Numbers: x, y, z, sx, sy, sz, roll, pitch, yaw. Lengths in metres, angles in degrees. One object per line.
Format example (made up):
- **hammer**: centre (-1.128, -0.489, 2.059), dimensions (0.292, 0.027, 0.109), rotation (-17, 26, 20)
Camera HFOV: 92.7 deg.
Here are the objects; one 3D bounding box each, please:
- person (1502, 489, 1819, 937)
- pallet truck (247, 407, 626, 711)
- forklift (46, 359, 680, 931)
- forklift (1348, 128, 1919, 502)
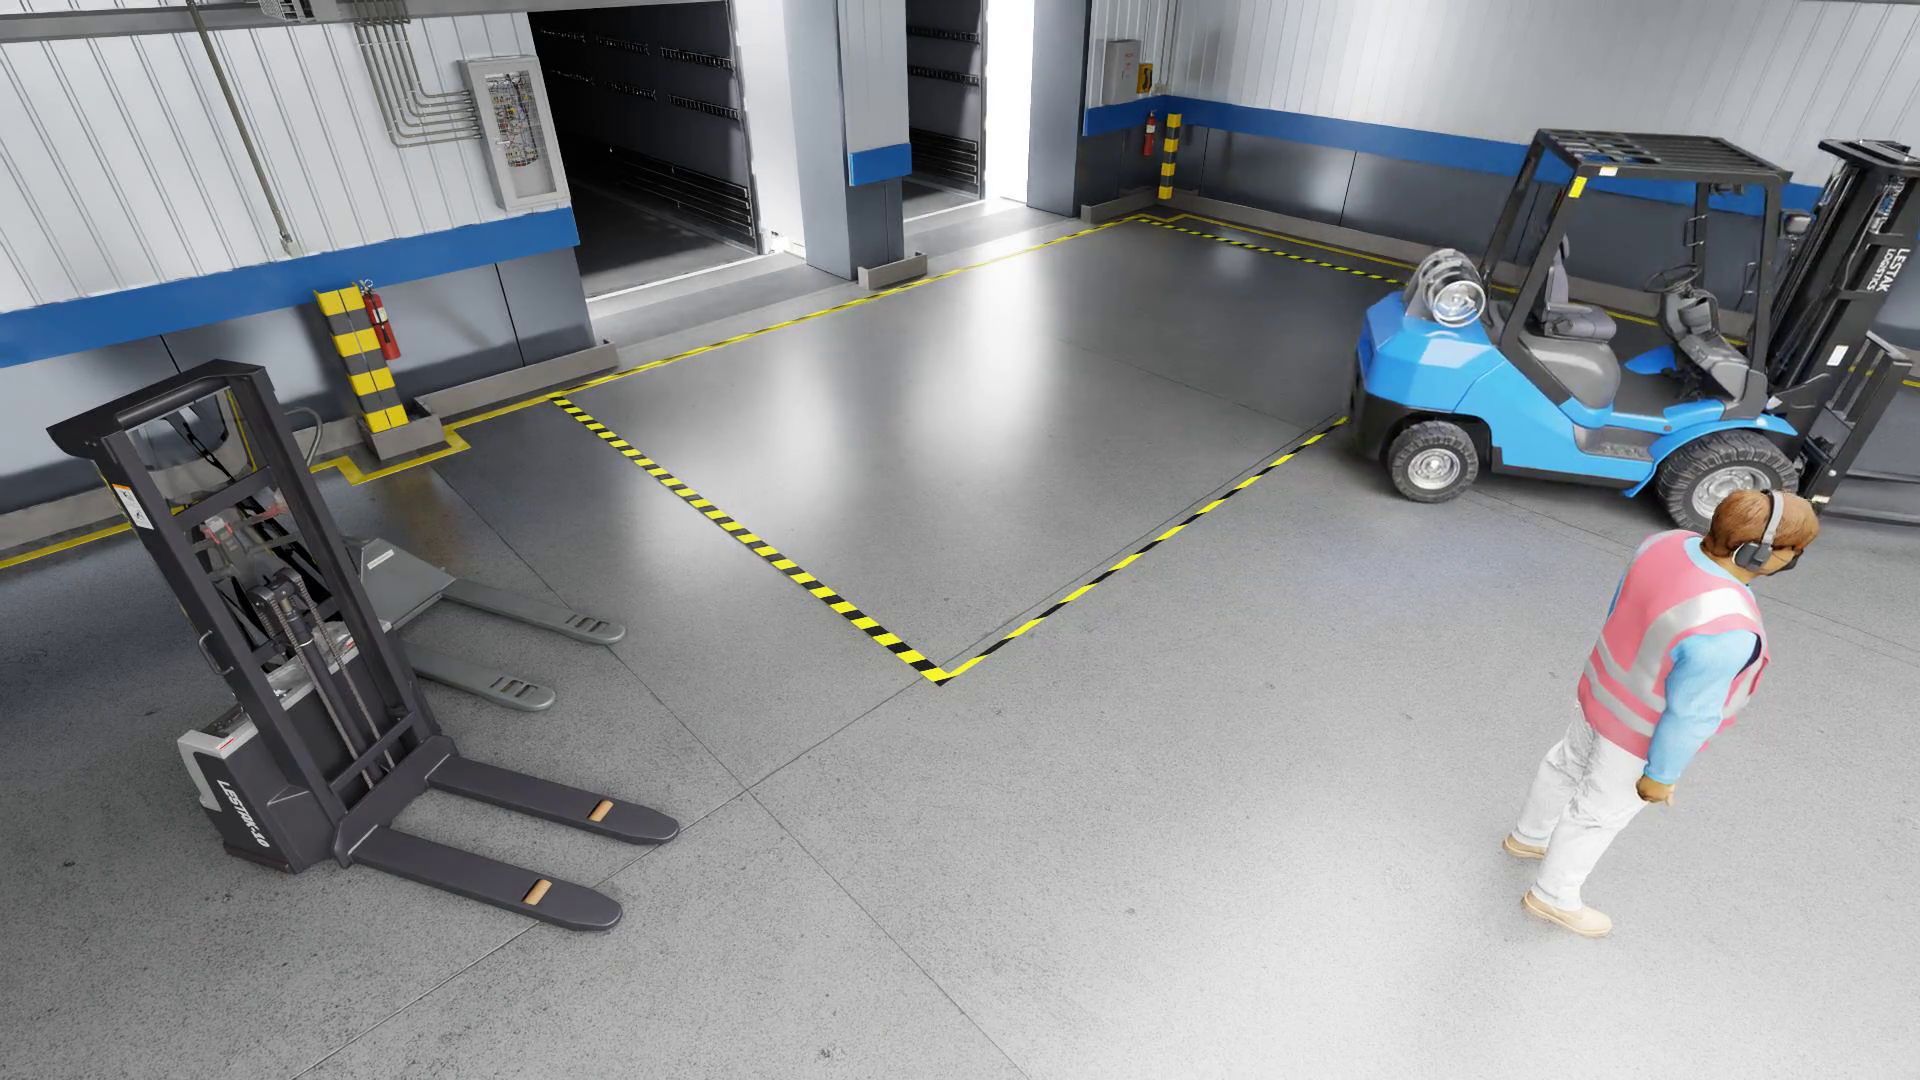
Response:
- **person**: centre (2.383, 0.621, 3.198), dimensions (0.430, 1.842, 0.625), rotation (9, 35, 14)
- **pallet truck**: centre (-2.628, 0.038, 4.590), dimensions (1.601, 1.201, 0.680), rotation (12, 36, 18)
- **forklift**: centre (-2.135, 0.422, 3.354), dimensions (1.885, 1.965, 0.823), rotation (10, 35, 14)
- **forklift**: centre (4.071, -1.431, 5.763), dimensions (2.680, 2.036, 1.157), rotation (9, 35, 13)
